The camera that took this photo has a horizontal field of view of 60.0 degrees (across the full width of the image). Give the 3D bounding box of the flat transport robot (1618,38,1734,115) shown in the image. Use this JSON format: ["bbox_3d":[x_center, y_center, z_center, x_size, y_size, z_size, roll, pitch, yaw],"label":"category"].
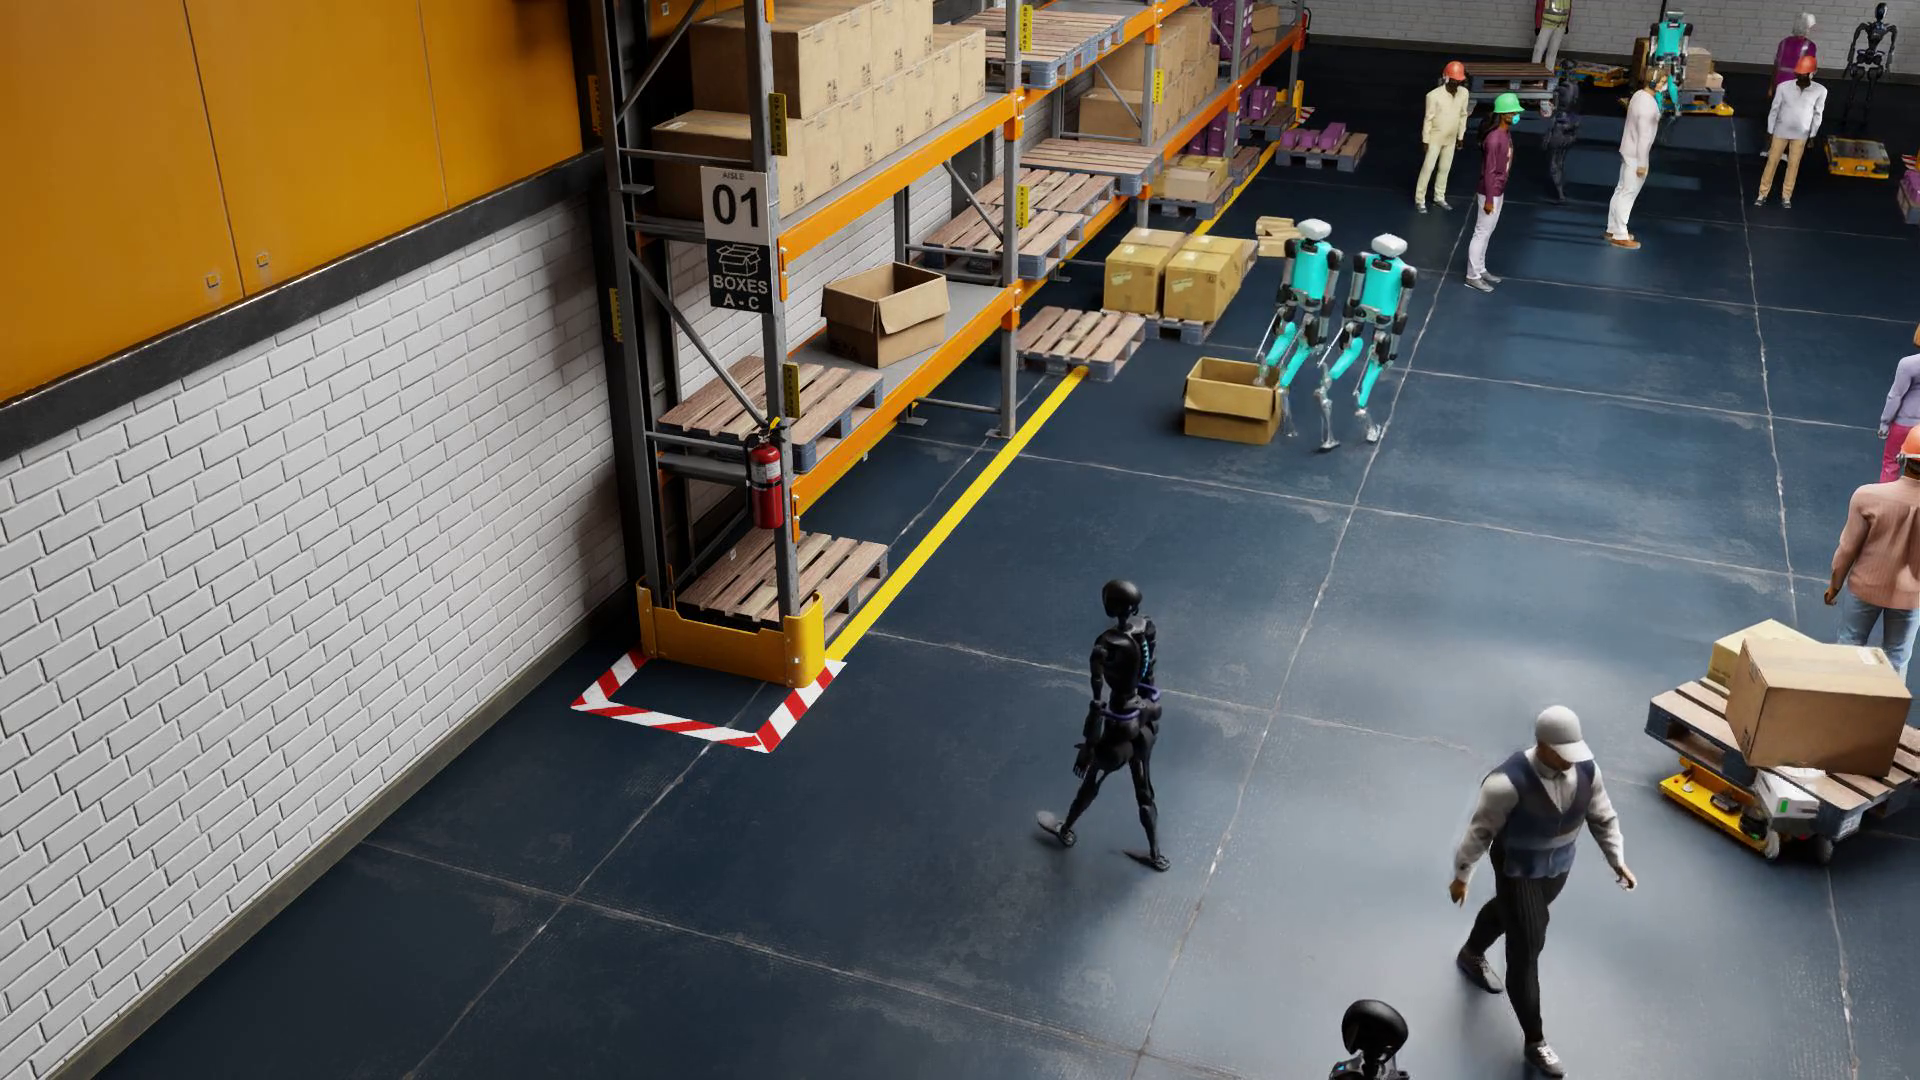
[{"bbox_3d":[10.314,-6.296,23.963,1.431,0.231,0.659,2,27,5],"label":"flat transport robot"}]

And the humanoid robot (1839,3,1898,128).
[{"bbox_3d":[12.504,-6.533,22.881,0.586,1.653,0.326,12,30,22],"label":"humanoid robot"}]

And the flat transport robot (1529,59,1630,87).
[{"bbox_3d":[9.621,-7.266,25.844,1.431,0.231,0.659,24,36,38],"label":"flat transport robot"}]

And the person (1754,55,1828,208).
[{"bbox_3d":[9.677,-4.748,19.341,0.562,1.748,0.336,12,30,23],"label":"person"}]

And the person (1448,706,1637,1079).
[{"bbox_3d":[2.566,1.465,7.329,0.759,1.706,0.919,-10,29,-19],"label":"person"}]

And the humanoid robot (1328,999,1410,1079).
[{"bbox_3d":[1.309,2.270,5.835,0.695,1.636,0.603,13,30,24],"label":"humanoid robot"}]

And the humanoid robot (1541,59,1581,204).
[{"bbox_3d":[7.130,-4.788,19.532,0.592,1.633,0.522,-18,32,-31],"label":"humanoid robot"}]

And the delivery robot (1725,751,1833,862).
[{"bbox_3d":[4.422,1.305,8.900,0.499,0.589,0.785,2,27,5],"label":"delivery robot"}]

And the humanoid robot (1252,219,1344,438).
[{"bbox_3d":[2.616,-1.629,13.333,0.767,1.797,0.541,-23,35,-37],"label":"humanoid robot"}]

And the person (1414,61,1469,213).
[{"bbox_3d":[5.571,-4.634,19.139,0.575,1.738,0.386,-11,29,-20],"label":"person"}]

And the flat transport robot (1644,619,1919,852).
[{"bbox_3d":[4.645,1.284,9.259,1.431,0.231,0.659,-15,31,-27],"label":"flat transport robot"}]

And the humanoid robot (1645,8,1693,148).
[{"bbox_3d":[9.257,-6.001,21.745,0.537,1.737,0.777,3,27,6],"label":"humanoid robot"}]

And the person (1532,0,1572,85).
[{"bbox_3d":[8.950,-7.776,25.120,0.626,1.844,0.429,-10,29,-18],"label":"person"}]

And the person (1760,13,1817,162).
[{"bbox_3d":[10.617,-5.790,21.292,0.409,1.844,0.525,-21,34,-34],"label":"person"}]

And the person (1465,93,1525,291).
[{"bbox_3d":[5.337,-3.505,16.712,0.417,1.955,0.489,15,31,26],"label":"person"}]

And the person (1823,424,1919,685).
[{"bbox_3d":[5.205,0.273,9.339,0.610,1.995,0.376,10,29,19],"label":"person"}]

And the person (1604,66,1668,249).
[{"bbox_3d":[7.298,-4.132,17.945,0.353,1.937,0.632,4,28,8],"label":"person"}]

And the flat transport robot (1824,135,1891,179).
[{"bbox_3d":[11.432,-4.877,21.211,0.659,0.231,1.431,10,29,19],"label":"flat transport robot"}]

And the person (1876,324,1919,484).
[{"bbox_3d":[6.808,-0.830,11.878,0.498,1.629,0.288,-2,27,-5],"label":"person"}]

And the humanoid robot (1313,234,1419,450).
[{"bbox_3d":[3.125,-1.471,13.029,0.580,1.773,0.893,22,35,36],"label":"humanoid robot"}]

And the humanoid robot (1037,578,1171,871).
[{"bbox_3d":[0.779,0.912,8.476,0.732,1.627,0.606,20,34,34],"label":"humanoid robot"}]
